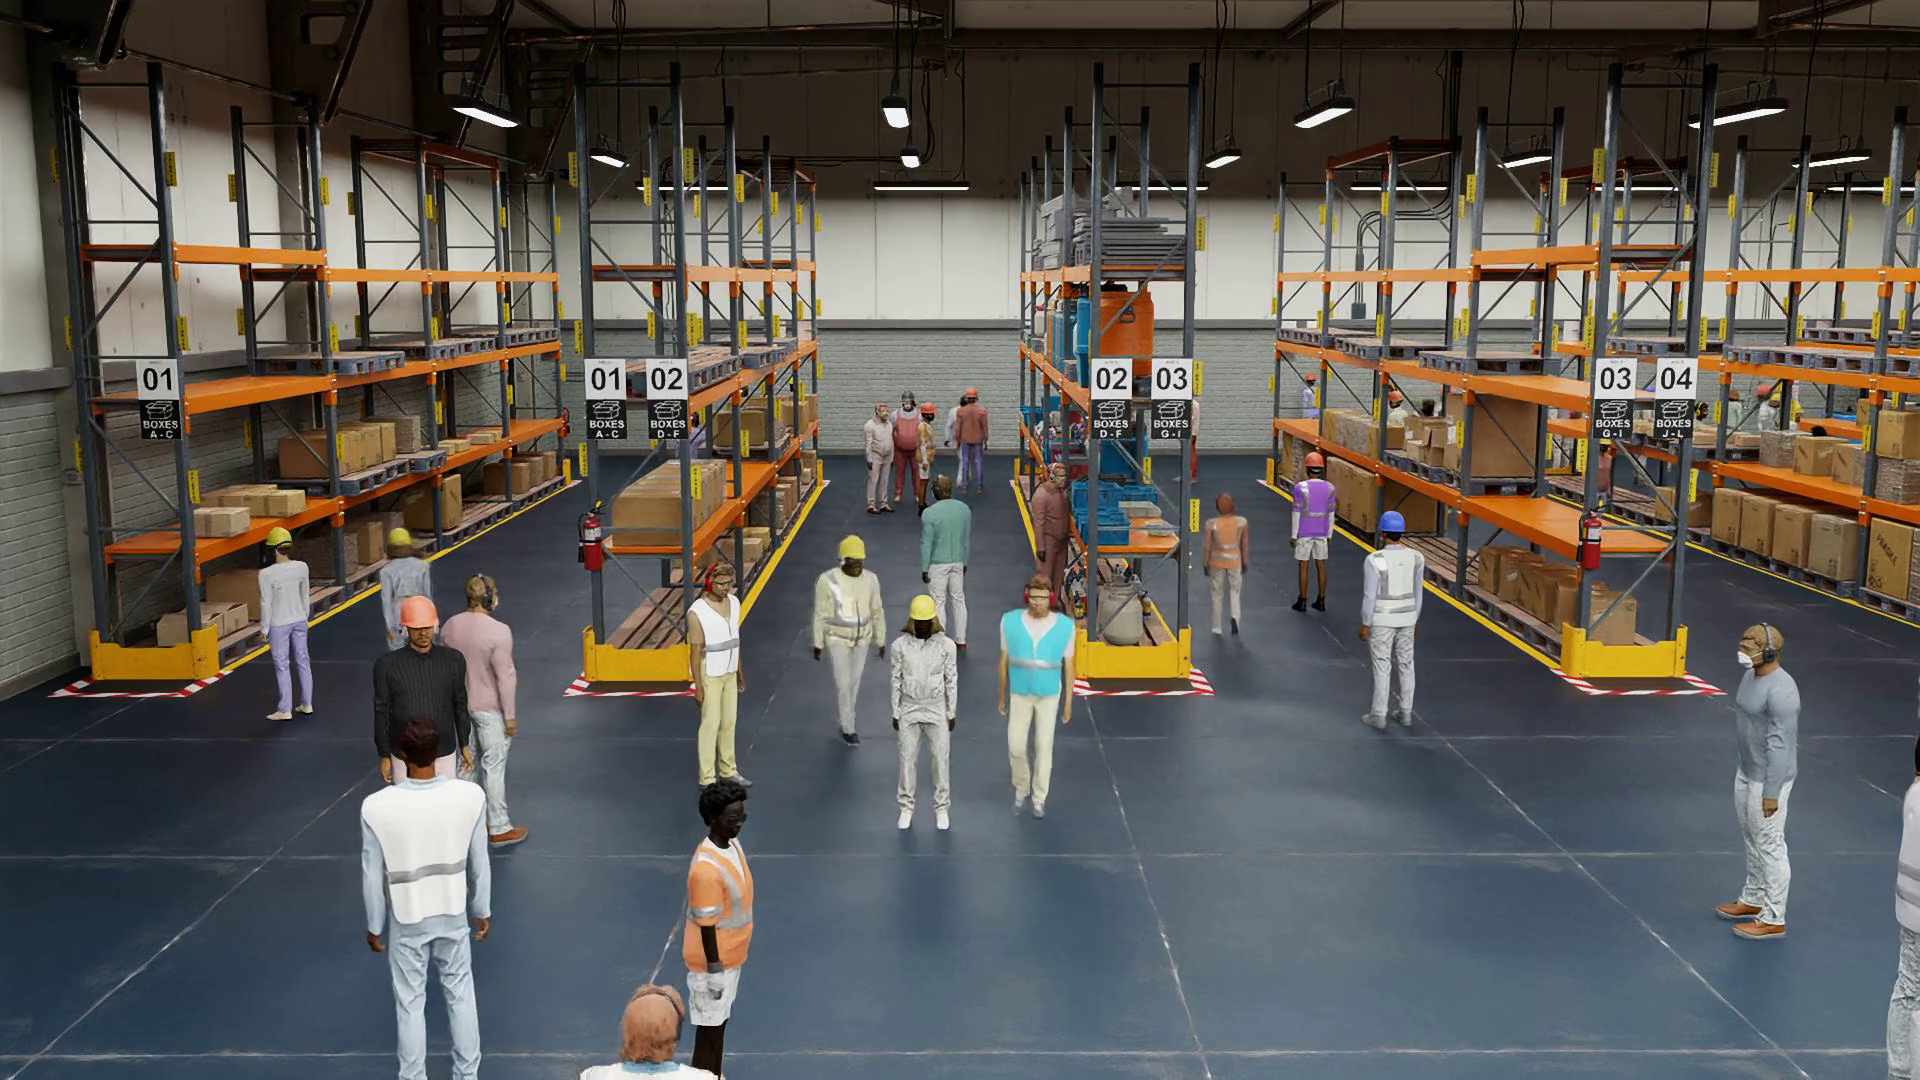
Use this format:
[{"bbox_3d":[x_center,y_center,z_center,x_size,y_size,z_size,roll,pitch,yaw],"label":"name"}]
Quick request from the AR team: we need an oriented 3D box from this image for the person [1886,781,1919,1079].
[{"bbox_3d":[4.649,1.796,7.889,0.385,1.948,0.603,2,9,10],"label":"person"}]

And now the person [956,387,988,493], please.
[{"bbox_3d":[0.231,-1.874,31.347,0.616,1.994,0.386,1,9,4],"label":"person"}]

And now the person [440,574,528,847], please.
[{"bbox_3d":[-3.383,1.199,11.761,0.628,1.939,0.375,5,10,28],"label":"person"}]

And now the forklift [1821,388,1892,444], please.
[{"bbox_3d":[20.072,-3.110,36.462,1.873,2.768,1.129,0,9,0],"label":"forklift"}]

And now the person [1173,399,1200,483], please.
[{"bbox_3d":[4.502,-2.114,32.912,0.387,1.989,0.608,-4,10,-24],"label":"person"}]

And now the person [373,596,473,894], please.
[{"bbox_3d":[-3.437,1.338,10.679,0.609,1.996,0.379,-6,11,-34],"label":"person"}]

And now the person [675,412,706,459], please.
[{"bbox_3d":[-4.248,-1.101,26.558,0.631,1.940,0.372,4,10,26],"label":"person"}]

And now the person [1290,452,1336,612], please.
[{"bbox_3d":[4.250,-0.095,20.114,0.541,1.932,0.383,-2,9,-15],"label":"person"}]

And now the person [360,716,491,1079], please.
[{"bbox_3d":[-2.550,1.798,8.010,0.595,1.912,0.386,-6,11,-33],"label":"person"}]

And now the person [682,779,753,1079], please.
[{"bbox_3d":[-1.121,1.940,7.762,0.322,1.697,0.532,1,9,4],"label":"person"}]

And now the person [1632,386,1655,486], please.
[{"bbox_3d":[13.371,-2.028,32.490,0.389,1.948,0.608,1,9,6],"label":"person"}]

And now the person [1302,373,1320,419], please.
[{"bbox_3d":[7.945,-2.831,37.722,0.548,1.925,0.398,-6,11,-34],"label":"person"}]

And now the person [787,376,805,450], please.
[{"bbox_3d":[-3.599,-2.634,36.452,0.388,1.927,0.589,3,9,18],"label":"person"}]

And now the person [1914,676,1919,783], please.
[{"bbox_3d":[7.577,1.156,12.800,0.318,1.700,0.535,1,9,8],"label":"person"}]

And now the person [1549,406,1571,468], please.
[{"bbox_3d":[12.159,-2.219,33.714,0.602,1.949,0.392,-5,10,-29],"label":"person"}]

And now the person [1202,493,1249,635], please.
[{"bbox_3d":[2.975,0.287,18.617,0.535,1.623,0.493,0,9,1],"label":"person"}]

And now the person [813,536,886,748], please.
[{"bbox_3d":[-0.896,0.871,14.264,0.627,1.807,0.702,-5,10,-30],"label":"person"}]

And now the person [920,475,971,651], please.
[{"bbox_3d":[-0.158,0.265,17.804,0.630,1.933,0.364,-6,11,-35],"label":"person"}]

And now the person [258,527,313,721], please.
[{"bbox_3d":[-6.142,0.761,15.131,0.313,1.769,0.525,5,10,28],"label":"person"}]

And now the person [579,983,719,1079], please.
[{"bbox_3d":[-1.062,2.315,5.652,0.519,1.611,0.805,-1,9,-8],"label":"person"}]

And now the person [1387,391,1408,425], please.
[{"bbox_3d":[7.929,-1.719,30.351,0.390,1.991,0.624,7,11,38],"label":"person"}]

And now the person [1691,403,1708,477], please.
[{"bbox_3d":[13.015,-1.503,29.422,0.331,1.860,0.518,7,11,36],"label":"person"}]

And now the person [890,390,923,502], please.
[{"bbox_3d":[-0.933,-1.686,29.991,0.688,2.000,0.539,0,9,2],"label":"person"}]

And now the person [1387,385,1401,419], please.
[{"bbox_3d":[8.935,-2.283,34.429,0.326,1.861,0.499,-3,9,-20],"label":"person"}]

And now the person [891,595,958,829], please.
[{"bbox_3d":[-0.263,1.250,12.087,0.486,1.736,0.320,1,9,4],"label":"person"}]

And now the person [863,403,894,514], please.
[{"bbox_3d":[-1.364,-1.399,28.618,0.400,1.901,0.646,8,12,42],"label":"person"}]

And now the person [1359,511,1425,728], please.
[{"bbox_3d":[3.850,0.711,14.865,0.602,1.949,0.394,-3,9,-17],"label":"person"}]

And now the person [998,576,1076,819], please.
[{"bbox_3d":[0.561,1.165,12.287,0.577,1.831,0.487,1,9,6],"label":"person"}]

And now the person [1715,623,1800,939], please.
[{"bbox_3d":[4.893,1.456,10.158,0.379,1.931,0.625,1,9,8],"label":"person"}]

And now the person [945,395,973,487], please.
[{"bbox_3d":[0.074,-1.963,32.652,0.633,1.806,0.945,4,10,26],"label":"person"}]

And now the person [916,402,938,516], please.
[{"bbox_3d":[-0.561,-1.375,28.314,0.364,1.939,0.542,1,9,6],"label":"person"}]

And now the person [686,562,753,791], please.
[{"bbox_3d":[-1.899,1.071,12.940,0.410,1.831,0.570,5,10,28],"label":"person"}]

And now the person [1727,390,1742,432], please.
[{"bbox_3d":[16.812,-2.463,36.295,0.285,1.631,0.501,-5,10,-31],"label":"person"}]

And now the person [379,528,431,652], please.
[{"bbox_3d":[-5.141,0.738,15.505,0.491,1.705,0.886,-6,11,-33],"label":"person"}]

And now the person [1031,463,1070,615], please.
[{"bbox_3d":[1.090,0.046,19.319,0.400,1.900,0.644,6,11,34],"label":"person"}]

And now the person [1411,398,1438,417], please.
[{"bbox_3d":[8.688,-1.768,31.210,0.630,1.822,0.601,-3,9,-18],"label":"person"}]
